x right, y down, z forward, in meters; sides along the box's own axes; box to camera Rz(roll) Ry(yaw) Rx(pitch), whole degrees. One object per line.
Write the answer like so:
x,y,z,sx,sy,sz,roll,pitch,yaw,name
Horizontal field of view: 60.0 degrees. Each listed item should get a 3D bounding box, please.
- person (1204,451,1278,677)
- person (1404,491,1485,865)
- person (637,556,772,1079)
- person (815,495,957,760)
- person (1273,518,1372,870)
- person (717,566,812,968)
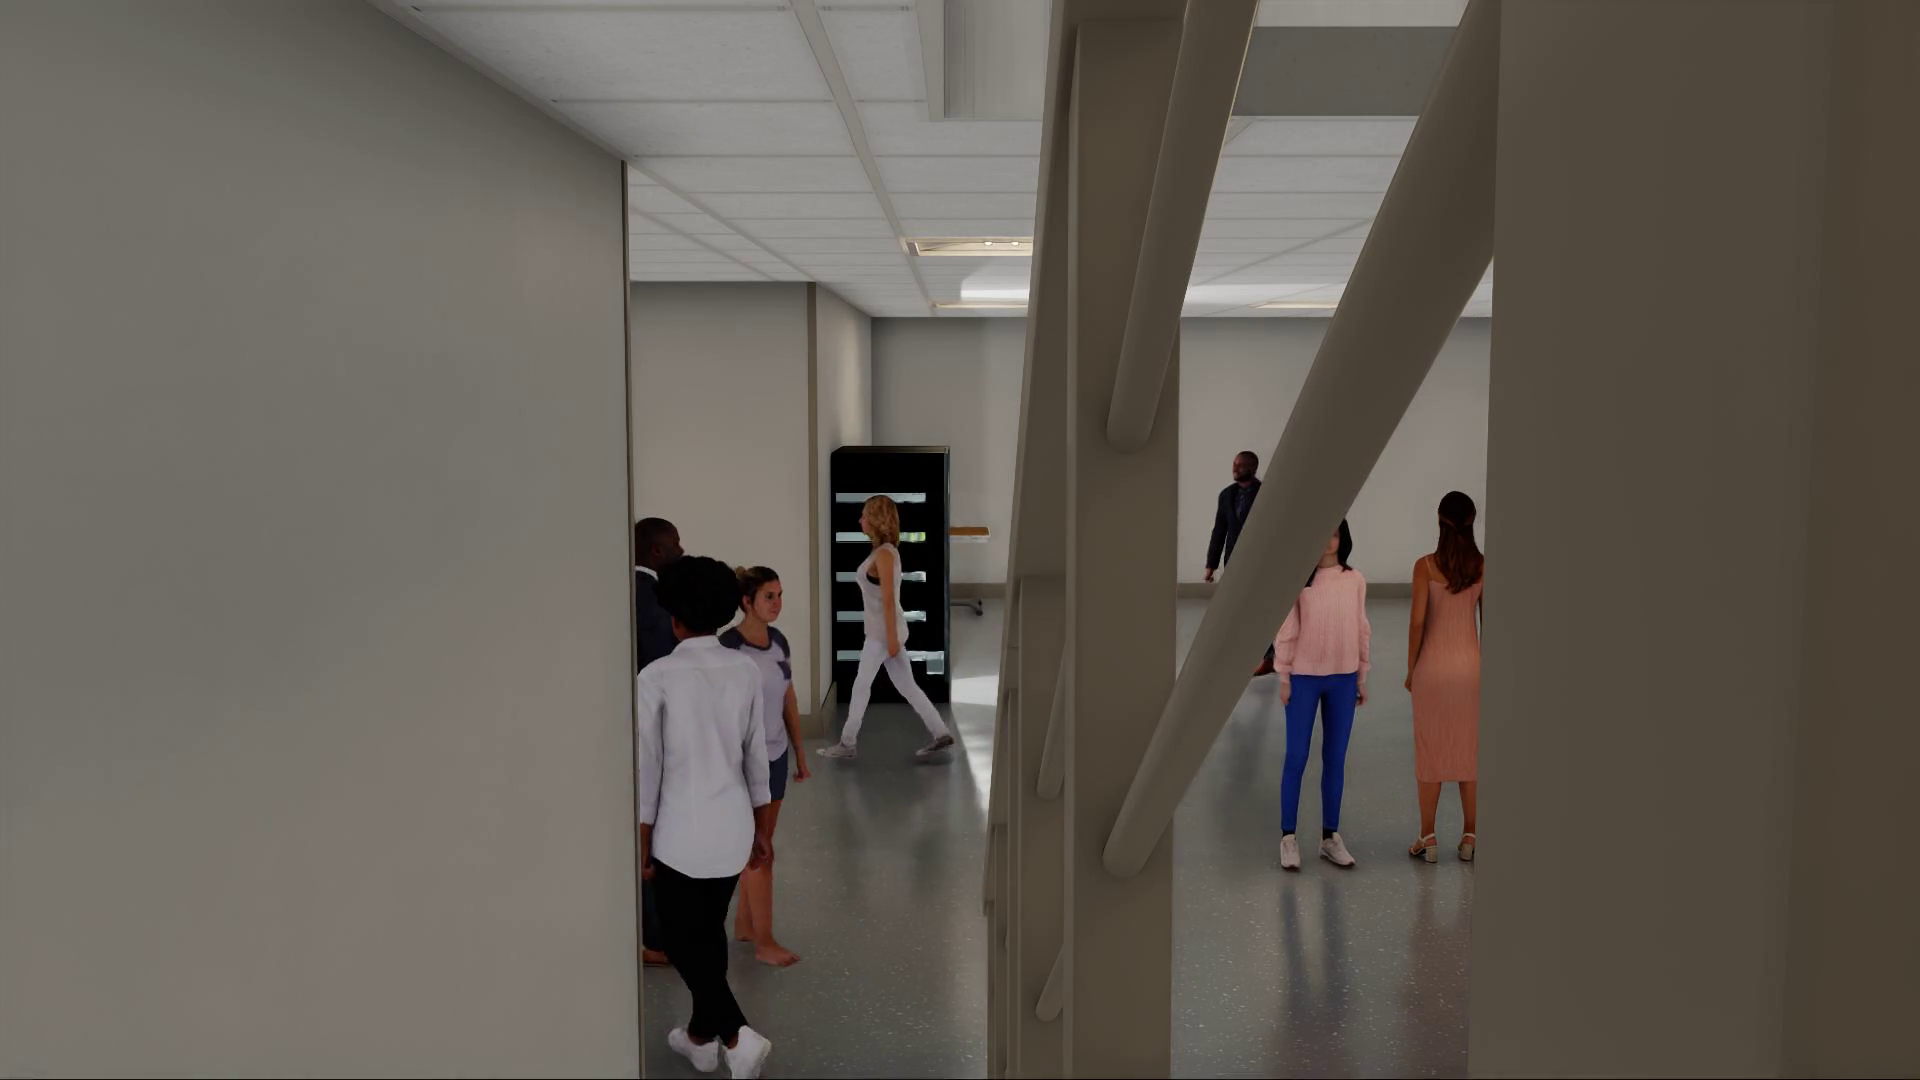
2.282,0.237,12.817,1.208,1.768,1.222,-4,7,-37,person
2.415,0.670,8.198,0.593,1.832,0.507,0,6,-3,person
-0.822,0.964,5.501,0.987,1.787,1.128,-3,7,-31,person
-0.371,0.573,10.184,0.704,1.626,1.037,0,6,4,person
1.762,0.709,8.145,0.660,1.765,0.567,-1,6,-5,person
-0.910,0.914,6.884,0.837,1.610,0.794,4,7,36,person
